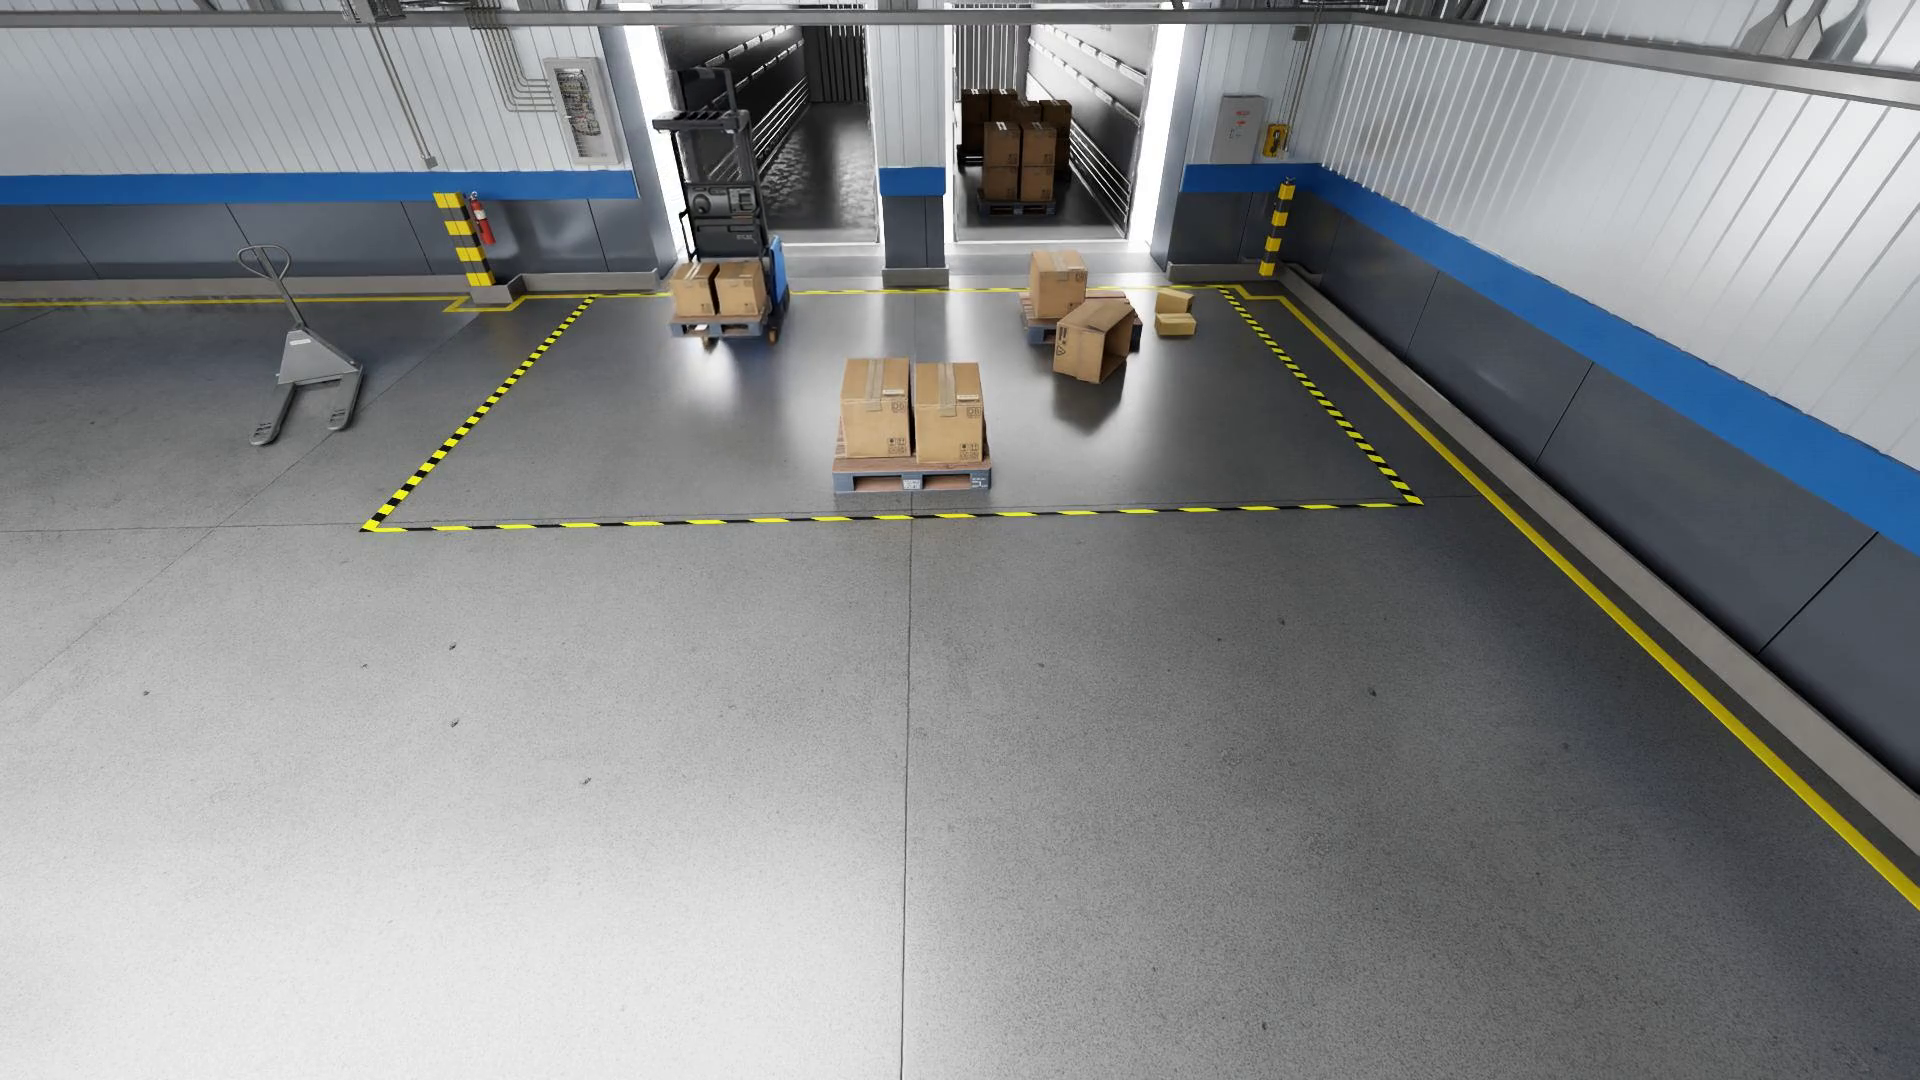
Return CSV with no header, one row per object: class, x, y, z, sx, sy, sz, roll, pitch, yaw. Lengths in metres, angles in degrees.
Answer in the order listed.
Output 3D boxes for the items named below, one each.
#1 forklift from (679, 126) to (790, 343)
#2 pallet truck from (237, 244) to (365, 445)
forklift,-2.368,-3.386,7.805,0.716,2.013,0.776,-2,39,-2
pallet truck,-5.915,-1.733,6.366,0.680,1.201,1.601,-18,42,-21
